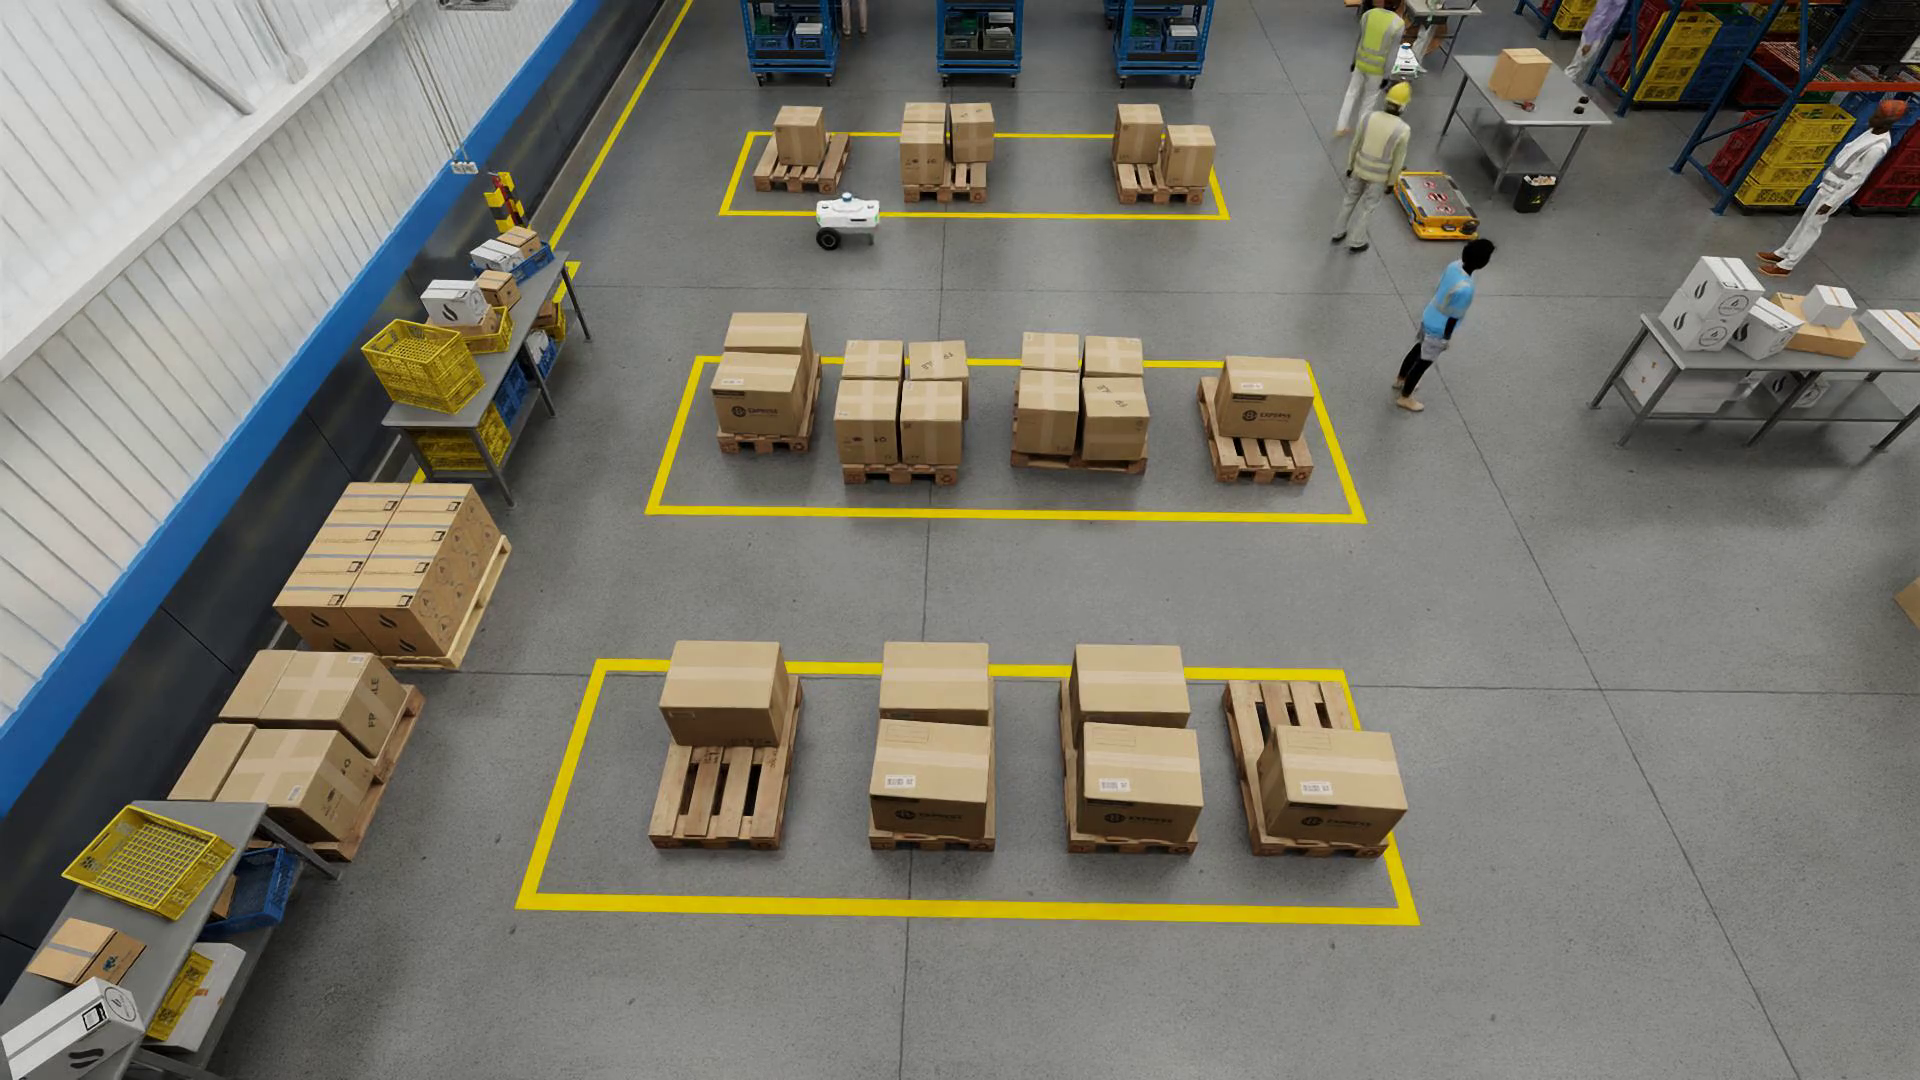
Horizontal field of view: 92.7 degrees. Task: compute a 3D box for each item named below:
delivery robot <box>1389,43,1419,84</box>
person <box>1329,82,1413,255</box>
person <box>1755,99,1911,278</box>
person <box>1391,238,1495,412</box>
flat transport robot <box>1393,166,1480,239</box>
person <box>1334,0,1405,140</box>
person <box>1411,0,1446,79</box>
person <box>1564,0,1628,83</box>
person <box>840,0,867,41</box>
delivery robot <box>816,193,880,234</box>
[{"bbox_3d":[6.376,-6.918,13.257,0.477,0.478,0.707,4,49,3],"label":"delivery robot"},{"bbox_3d":[4.498,-4.023,9.973,0.404,1.827,0.600,-34,57,-26],"label":"person"},{"bbox_3d":[9.164,-3.666,9.630,0.355,1.883,0.576,22,53,18],"label":"person"},{"bbox_3d":[4.332,-1.940,8.257,0.317,1.695,0.540,8,50,7],"label":"person"},{"bbox_3d":[5.692,-4.094,11.059,0.652,0.197,1.431,1,49,1],"label":"flat transport robot"},{"bbox_3d":[5.283,-6.070,11.746,0.429,1.843,0.627,-29,55,-23],"label":"person"},{"bbox_3d":[6.783,-7.513,13.125,0.314,1.631,0.523,34,57,26],"label":"person"},{"bbox_3d":[8.489,-6.718,12.236,0.364,1.937,0.633,37,58,27],"label":"person"},{"bbox_3d":[-1.659,-8.724,13.947,0.624,1.980,0.410,-19,52,-16],"label":"person"},{"bbox_3d":[-1.269,-3.719,10.488,0.707,0.478,0.477,0,49,0],"label":"delivery robot"}]
